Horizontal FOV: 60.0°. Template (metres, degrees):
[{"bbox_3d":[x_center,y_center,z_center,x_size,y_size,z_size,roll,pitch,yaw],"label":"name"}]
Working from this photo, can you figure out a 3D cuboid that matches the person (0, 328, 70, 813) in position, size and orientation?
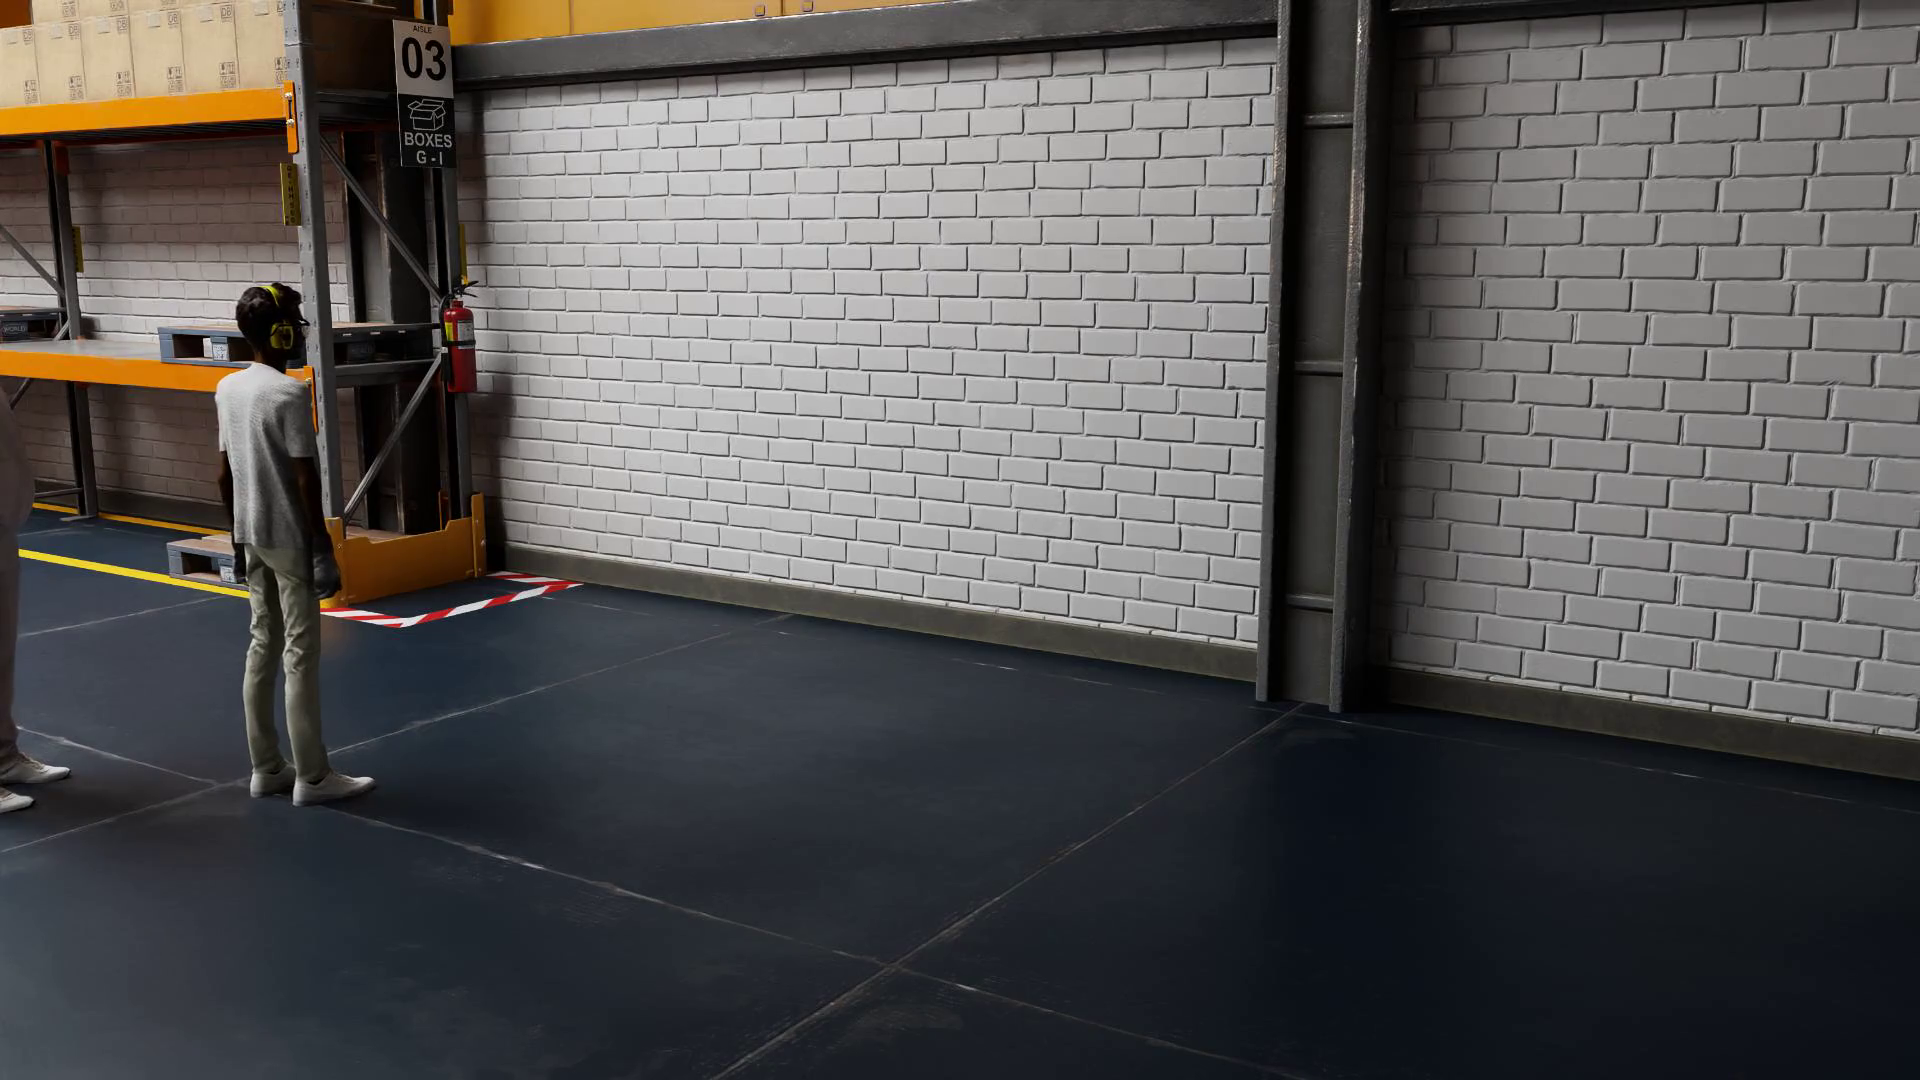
[{"bbox_3d":[-3.496,0.022,5.919,0.398,1.897,0.646,-3,11,-14],"label":"person"}]

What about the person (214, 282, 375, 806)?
[{"bbox_3d":[-2.436,0.019,5.994,0.520,1.873,0.333,6,12,32],"label":"person"}]
